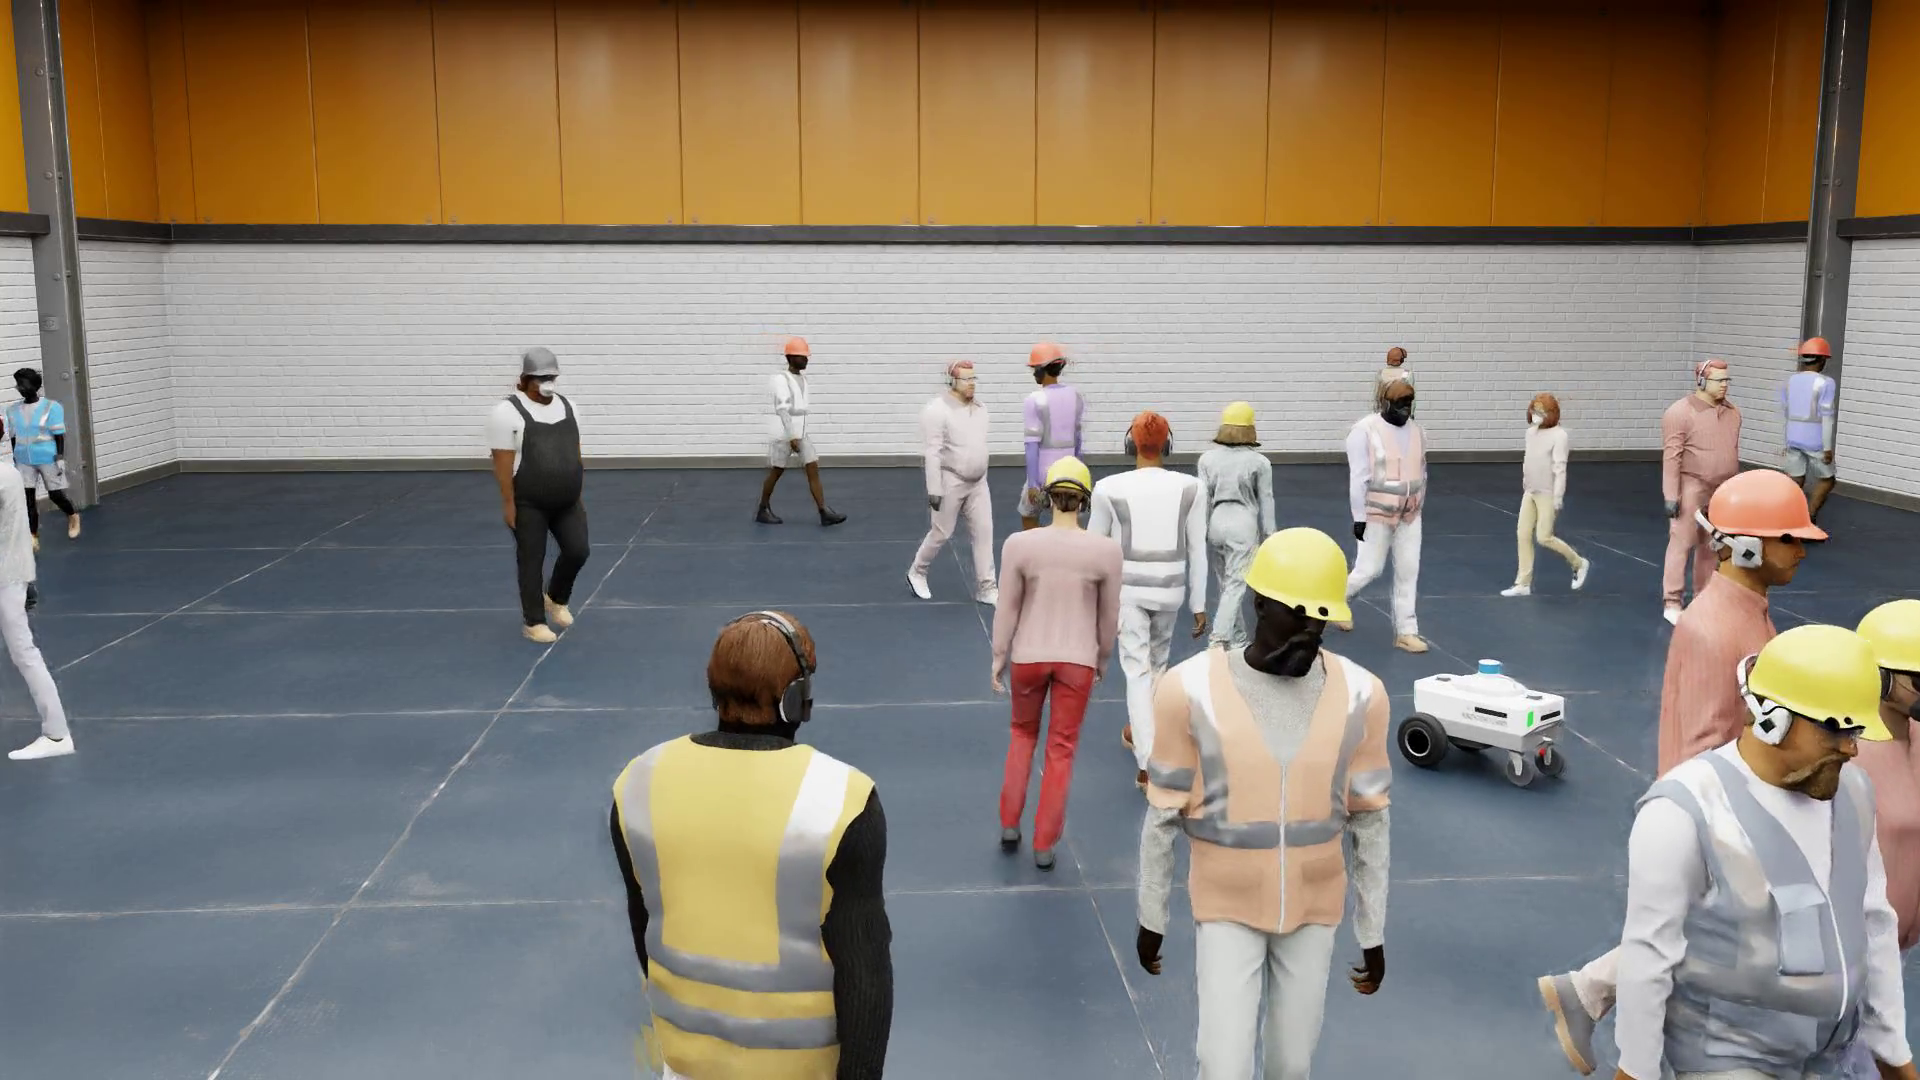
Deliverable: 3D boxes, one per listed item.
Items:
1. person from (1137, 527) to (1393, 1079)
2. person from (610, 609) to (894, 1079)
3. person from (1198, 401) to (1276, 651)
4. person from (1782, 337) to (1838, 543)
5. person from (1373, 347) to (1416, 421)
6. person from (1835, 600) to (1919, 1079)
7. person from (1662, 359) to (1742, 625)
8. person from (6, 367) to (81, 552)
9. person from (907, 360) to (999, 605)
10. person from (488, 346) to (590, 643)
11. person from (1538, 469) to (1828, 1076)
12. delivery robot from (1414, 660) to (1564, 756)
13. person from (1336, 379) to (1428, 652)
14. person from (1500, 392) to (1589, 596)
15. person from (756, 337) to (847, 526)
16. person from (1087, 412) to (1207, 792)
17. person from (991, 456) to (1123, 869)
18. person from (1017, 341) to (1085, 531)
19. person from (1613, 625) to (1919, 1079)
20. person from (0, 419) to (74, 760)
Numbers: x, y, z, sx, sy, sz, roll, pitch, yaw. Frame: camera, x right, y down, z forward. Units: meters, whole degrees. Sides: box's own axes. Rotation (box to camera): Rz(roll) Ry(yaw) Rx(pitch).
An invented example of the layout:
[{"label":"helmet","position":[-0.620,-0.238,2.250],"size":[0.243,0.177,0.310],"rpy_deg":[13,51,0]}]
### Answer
[{"label":"person","position":[0.755,0.905,4.103],"size":[0.625,1.899,0.417],"rpy_deg":[-1,9,-4]},{"label":"person","position":[-0.374,1.033,3.567],"size":[0.645,1.808,0.855],"rpy_deg":[3,10,20]},{"label":"person","position":[1.749,-0.039,10.659],"size":[0.498,1.702,0.889],"rpy_deg":[5,11,31]},{"label":"person","position":[7.888,-0.911,15.426],"size":[0.437,1.925,0.581],"rpy_deg":[-4,10,-23]},{"label":"person","position":[5.231,-1.501,20.037],"size":[0.523,1.640,0.306],"rpy_deg":[7,11,36]},{"label":"person","position":[2.245,0.980,4.191],"size":[0.524,1.730,0.885],"rpy_deg":[-6,11,-32]},{"label":"person","position":[5.322,-0.336,11.892],"size":[0.651,1.905,0.409],"rpy_deg":[-3,10,-19]},{"label":"person","position":[-8.340,-0.739,15.121],"size":[0.533,1.677,0.676],"rpy_deg":[0,9,-2]},{"label":"person","position":[-0.024,-0.442,12.675],"size":[0.658,1.873,0.924],"rpy_deg":[-8,12,-41]},{"label":"person","position":[-2.831,-0.315,11.336],"size":[0.686,2.000,0.539],"rpy_deg":[-8,12,-42]},{"label":"person","position":[2.117,0.765,4.785],"size":[0.773,1.973,0.622],"rpy_deg":[6,11,32]},{"label":"delivery robot","position":[2.659,0.848,8.380],"size":[0.477,0.478,0.707],"rpy_deg":[-7,11,-40]},{"label":"person","position":[2.844,-0.180,11.192],"size":[0.650,1.822,0.714],"rpy_deg":[-3,10,-20]},{"label":"person","position":[4.567,-0.352,12.888],"size":[0.614,1.609,0.514],"rpy_deg":[-3,9,-15]},{"label":"person","position":[-1.641,-1.067,16.574],"size":[1.010,1.887,0.550],"rpy_deg":[5,11,31]},{"label":"person","position":[0.912,0.280,8.263],"size":[0.595,1.835,0.979],"rpy_deg":[-1,9,-6]},{"label":"person","position":[0.413,0.515,7.115],"size":[0.549,1.733,0.566],"rpy_deg":[1,9,6]},{"label":"person","position":[0.760,-0.520,12.756],"size":[0.617,2.012,0.911],"rpy_deg":[-7,11,-38]},{"label":"person","position":[1.695,1.055,3.480],"size":[0.595,1.798,0.489],"rpy_deg":[-5,10,-27]},{"label":"person","position":[-5.031,0.245,8.482],"size":[0.850,1.832,0.562],"rpy_deg":[-4,10,-22]}]
